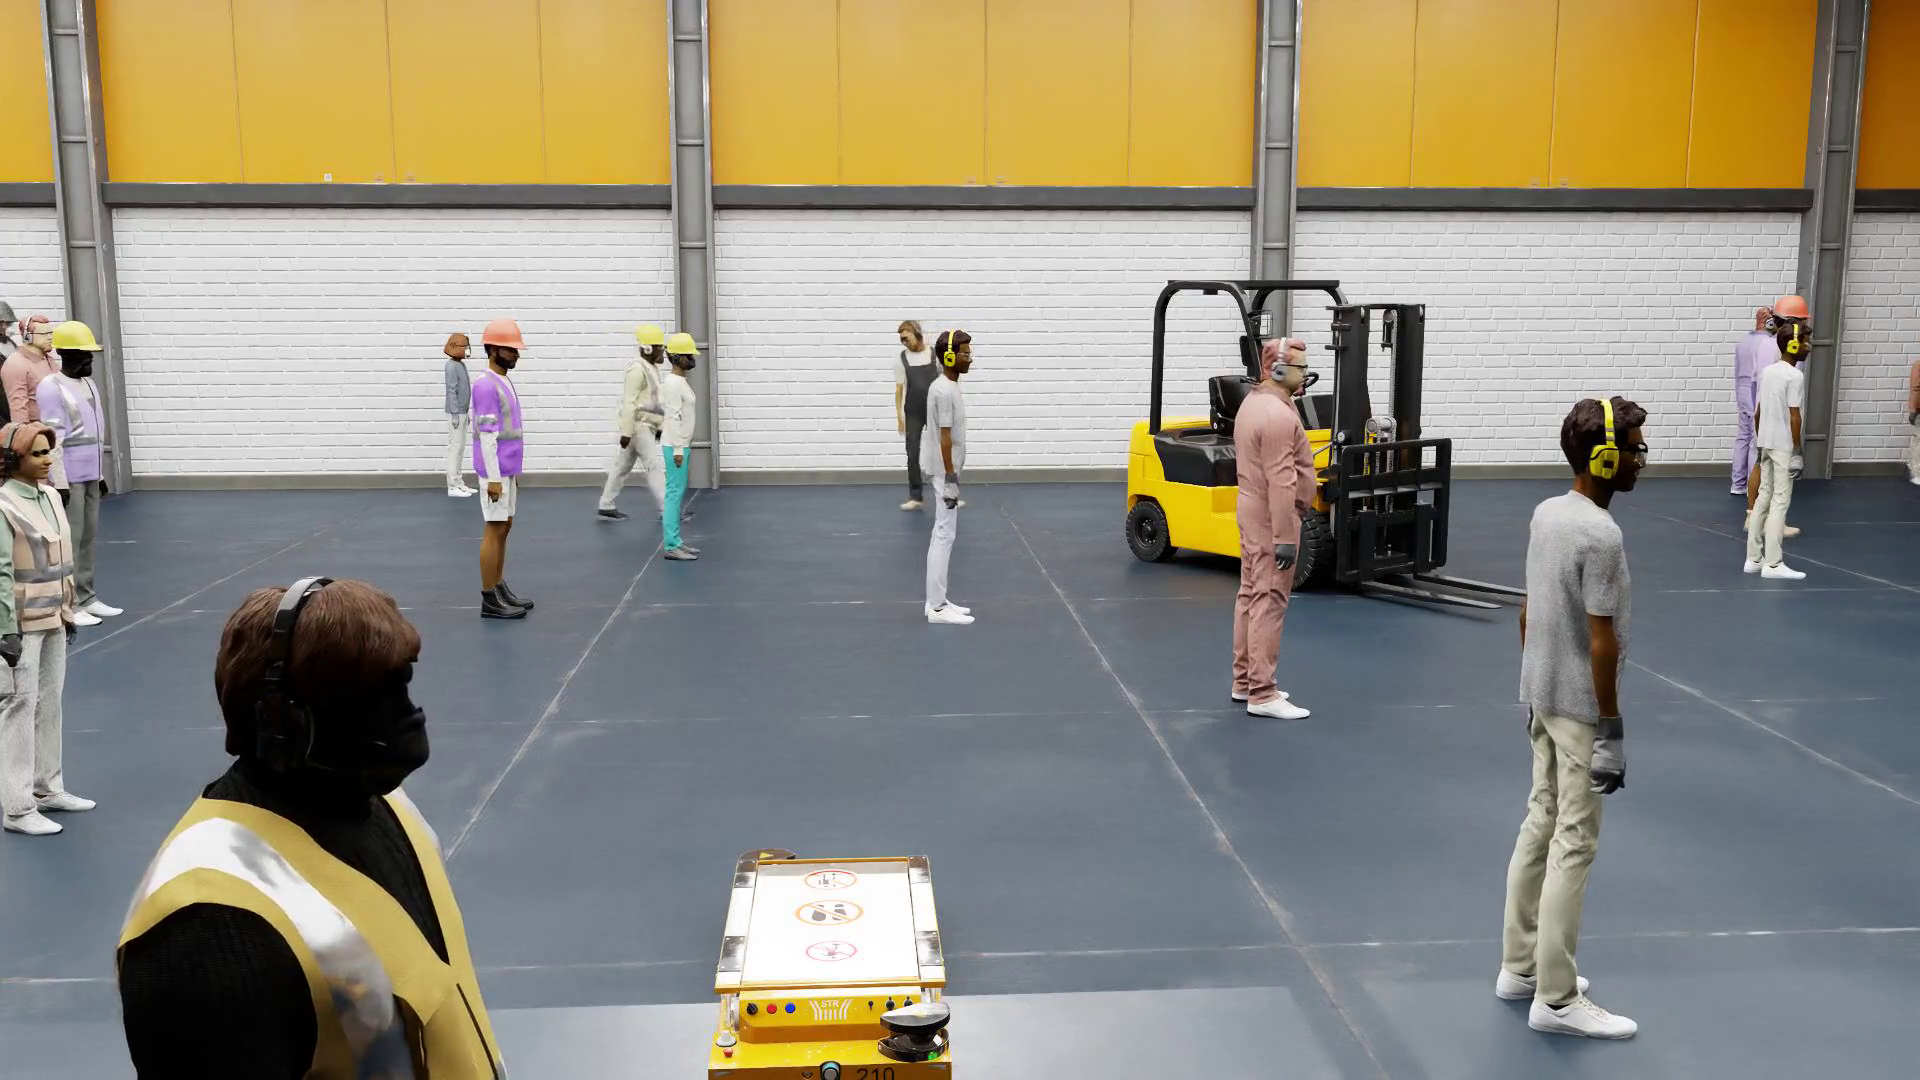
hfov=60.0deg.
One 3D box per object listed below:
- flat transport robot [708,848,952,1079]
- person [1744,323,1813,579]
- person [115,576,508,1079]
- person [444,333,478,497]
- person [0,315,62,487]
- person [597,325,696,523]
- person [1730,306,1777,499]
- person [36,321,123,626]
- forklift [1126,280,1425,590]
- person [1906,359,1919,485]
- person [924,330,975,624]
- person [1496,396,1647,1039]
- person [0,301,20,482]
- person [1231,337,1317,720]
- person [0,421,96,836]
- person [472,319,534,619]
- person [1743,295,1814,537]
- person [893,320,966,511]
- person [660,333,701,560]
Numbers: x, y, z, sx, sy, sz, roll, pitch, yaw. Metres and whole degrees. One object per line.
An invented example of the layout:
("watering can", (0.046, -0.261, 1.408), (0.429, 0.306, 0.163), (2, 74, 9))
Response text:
("flat transport robot", (-0.394, 1.269, 5.127), (0.652, 0.197, 1.431), (-1, 9, -4))
("person", (6.023, -0.653, 12.208), (0.313, 1.865, 0.528), (-1, 9, -3))
("person", (-0.806, 0.955, 2.188), (0.428, 1.842, 0.631), (-1, 9, -3))
("person", (-5.029, -1.254, 16.708), (0.269, 1.632, 0.505), (-1, 9, -3))
("person", (-7.137, -0.794, 12.962), (0.401, 1.906, 0.649), (-1, 9, -3))
("person", (-2.855, -1.026, 14.858), (0.914, 1.781, 0.601), (0, 9, -3))
("person", (7.953, -1.358, 16.507), (0.401, 1.906, 0.649), (-1, 9, -3))
("person", (-5.590, -0.424, 10.576), (0.384, 1.925, 0.593), (-1, 9, -3))
("forklift", (2.301, -0.860, 12.475), (1.214, 2.155, 2.313), (-6, 11, -35))
("person", (10.163, -1.374, 17.517), (0.557, 1.608, 0.549), (-2, 9, -14))
("person", (-0.071, -0.404, 10.632), (0.313, 1.869, 0.528), (-1, 9, -3))
("person", (1.813, 0.514, 4.898), (0.313, 1.860, 0.528), (-1, 9, -3))
("person", (-9.120, -1.295, 15.692), (1.001, 2.000, 0.695), (0, 9, -3))
("person", (1.594, -0.065, 8.392), (0.401, 1.904, 0.649), (-1, 9, -3))
("person", (-3.706, 0.344, 6.653), (0.311, 1.639, 0.521), (-1, 9, -3))
("person", (-2.956, -0.462, 10.787), (0.374, 1.933, 0.550), (-1, 9, -3))
("person", (6.981, -1.051, 14.151), (0.393, 2.041, 0.613), (-1, 9, -3))
("person", (-0.267, -1.155, 15.587), (0.706, 1.812, 0.361), (-1, 9, -5))
("person", (-2.172, -0.729, 12.998), (0.328, 1.767, 0.531), (-1, 9, -3))
